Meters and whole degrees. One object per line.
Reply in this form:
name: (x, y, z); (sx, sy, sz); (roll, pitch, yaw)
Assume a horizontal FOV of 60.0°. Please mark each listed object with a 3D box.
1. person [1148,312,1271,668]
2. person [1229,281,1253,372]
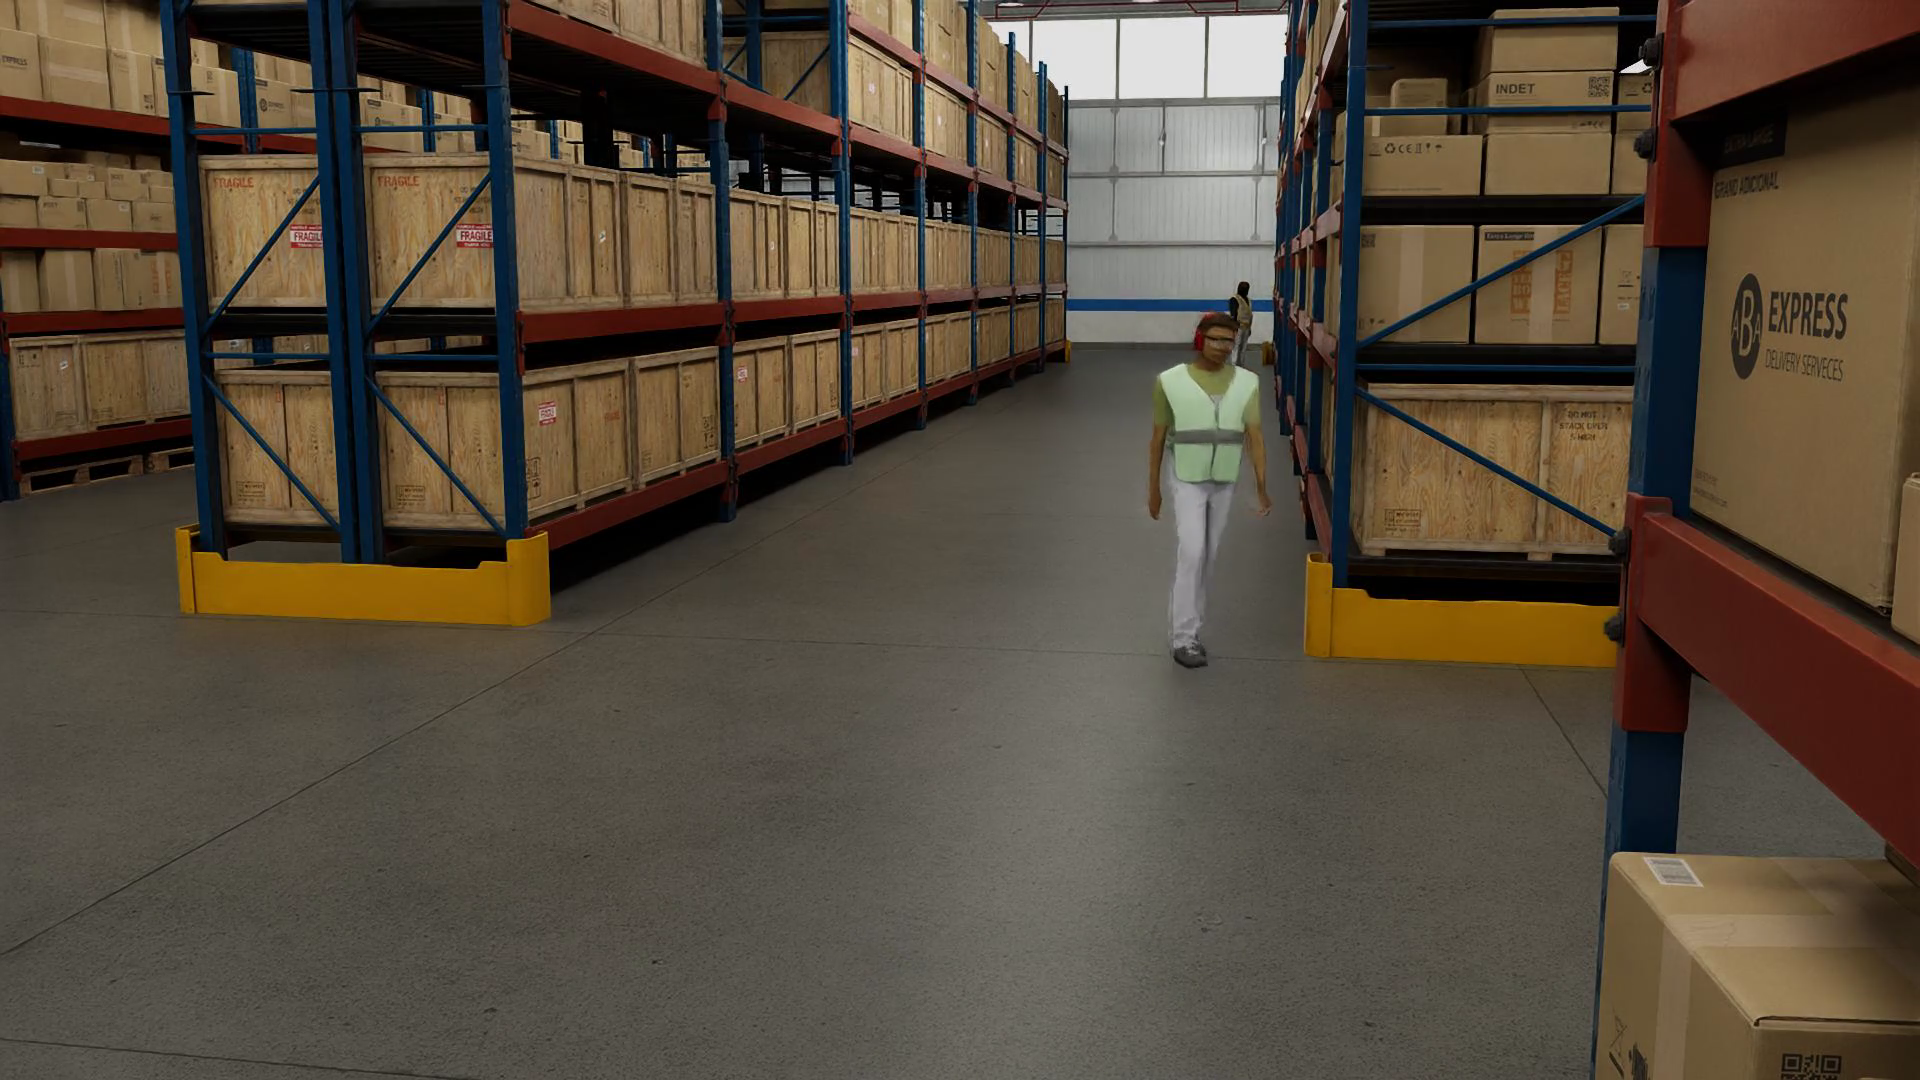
person: (1.307, -0.256, 8.572); (0.568, 1.809, 0.792); (-3, 10, -18)
person: (5.600, -4.213, 33.059); (0.429, 1.838, 0.622); (8, 12, 39)
